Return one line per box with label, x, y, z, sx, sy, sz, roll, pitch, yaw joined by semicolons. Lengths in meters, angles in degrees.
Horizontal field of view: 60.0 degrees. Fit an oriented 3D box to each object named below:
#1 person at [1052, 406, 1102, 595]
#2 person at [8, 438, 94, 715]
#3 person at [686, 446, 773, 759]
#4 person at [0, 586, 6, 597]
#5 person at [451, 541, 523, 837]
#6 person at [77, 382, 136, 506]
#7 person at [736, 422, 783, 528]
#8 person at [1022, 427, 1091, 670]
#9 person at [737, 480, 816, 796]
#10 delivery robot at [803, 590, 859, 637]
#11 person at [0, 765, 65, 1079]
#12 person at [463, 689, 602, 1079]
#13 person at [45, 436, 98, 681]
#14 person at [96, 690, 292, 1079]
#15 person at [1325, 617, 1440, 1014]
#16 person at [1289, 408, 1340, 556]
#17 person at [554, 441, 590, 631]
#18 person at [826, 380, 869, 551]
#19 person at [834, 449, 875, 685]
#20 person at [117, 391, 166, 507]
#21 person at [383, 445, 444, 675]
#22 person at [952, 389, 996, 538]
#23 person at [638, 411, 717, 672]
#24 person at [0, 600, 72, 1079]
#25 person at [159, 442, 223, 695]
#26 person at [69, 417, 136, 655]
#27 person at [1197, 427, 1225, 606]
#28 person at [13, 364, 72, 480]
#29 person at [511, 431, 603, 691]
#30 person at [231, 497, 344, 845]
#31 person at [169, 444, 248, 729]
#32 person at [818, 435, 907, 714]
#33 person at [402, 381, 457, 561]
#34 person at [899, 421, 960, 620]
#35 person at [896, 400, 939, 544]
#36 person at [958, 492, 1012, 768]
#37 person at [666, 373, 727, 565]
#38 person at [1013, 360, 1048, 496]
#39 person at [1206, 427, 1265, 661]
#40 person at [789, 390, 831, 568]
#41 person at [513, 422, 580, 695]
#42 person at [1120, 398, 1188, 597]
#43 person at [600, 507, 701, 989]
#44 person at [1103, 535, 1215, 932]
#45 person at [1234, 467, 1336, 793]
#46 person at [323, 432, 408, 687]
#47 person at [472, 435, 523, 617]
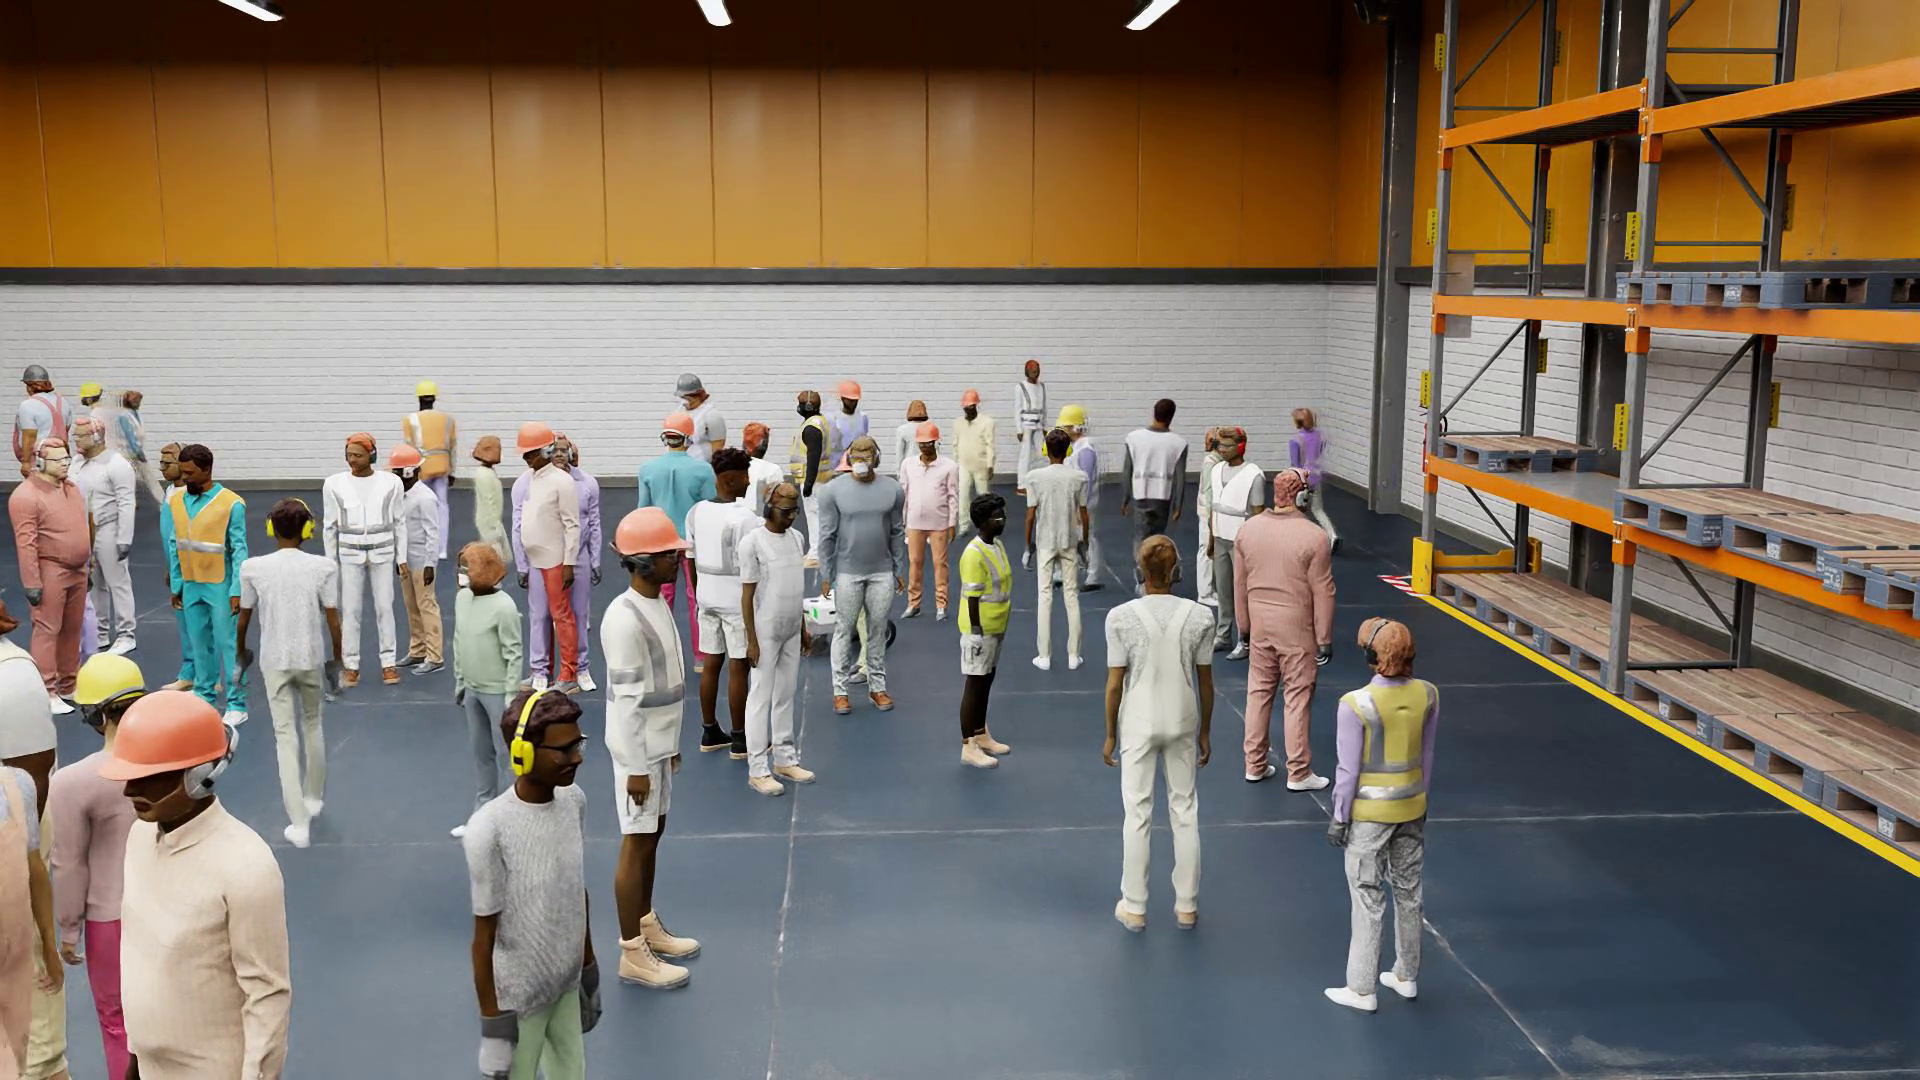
person;1.037;-0.362;15.655;0.718;1.800;0.618;-3;9;-15
person;-6.257;0.241;11.569;0.403;1.906;0.651;1;9;5
person;-1.452;0.389;10.456;0.613;1.960;0.361;8;12;40
person;-9.210;-0.361;15.572;0.403;1.834;0.589;-3;10;-20
person;-2.516;0.810;8.846;0.500;1.632;0.286;7;12;38
person;-10.338;-1.047;20.157;0.583;1.749;0.538;-1;9;-8
person;-1.609;0.013;13.058;0.575;1.886;0.356;5;10;28
person;0.741;0.067;12.779;0.534;1.868;0.309;-1;9;-4
person;-1.071;0.560;9.772;0.346;1.840;0.505;7;11;35
delivery robot;-0.948;0.570;13.426;0.707;0.478;0.477;-6;10;-32
person;-3.099;1.322;5.153;0.841;1.802;0.539;4;10;24
person;-1.223;1.339;4.836;0.316;1.859;0.524;4;10;25
person;-6.700;0.137;12.463;0.354;1.834;0.519;3;10;18
person;-1.967;1.355;4.298;0.612;1.993;0.384;6;11;33
person;1.738;1.127;6.836;0.511;1.641;0.308;-5;10;-28
person;3.776;-0.627;17.945;0.514;1.607;0.749;-5;11;-31
person;-3.321;-0.029;14.080;0.306;1.645;0.522;-7;12;-38
person;-1.152;-0.758;17.834;0.573;1.899;0.853;-6;11;-34
person;-0.763;0.193;12.339;0.335;1.753;0.564;0;9;-2
person;-10.274;-1.066;20.785;0.861;1.588;0.497;0;9;0
person;-4.164;0.145;12.654;0.336;1.747;0.572;-8;12;-42
person;0.186;-0.903;19.331;0.578;1.727;0.667;4;10;23
person;-2.134;0.018;12.687;0.616;1.993;0.395;1;9;6
person;-3.566;1.057;6.022;0.687;2.000;0.535;9;13;44
person;-5.526;0.219;11.893;0.505;1.847;0.346;7;11;36
person;-6.868;-0.026;13.249;0.636;1.907;0.404;4;10;24
person;2.333;-0.222;15.305;0.314;1.642;0.514;3;10;18
person;-10.272;-0.941;18.565;0.537;2.000;0.682;1;9;9
person;-2.898;0.165;12.028;0.641;1.913;0.407;-4;10;-24
person;-3.653;0.686;9.036;0.541;1.830;0.842;-5;10;-28
person;-5.027;0.304;11.150;0.592;1.913;0.392;3;9;17
person;-0.672;0.233;11.520;0.635;1.935;0.349;-3;10;-20
person;-5.662;-0.740;17.715;0.619;1.900;0.694;-7;12;-39
person;-0.286;-0.169;14.615;0.562;1.752;0.324;2;9;14
person;-0.478;-0.766;18.772;0.499;1.627;0.279;-1;9;-9
person;0.159;0.546;10.306;0.317;1.695;0.540;3;9;17
person;-2.775;-0.719;17.175;0.673;2.000;0.536;6;11;35
person;0.973;-1.539;22.852;0.591;1.876;0.352;-8;12;-43
person;2.177;0.022;13.138;0.374;1.841;0.574;-6;11;-31
person;-1.552;-0.630;17.240;0.429;1.844;0.624;0;9;-1
person;-2.986;0.140;11.948;0.626;1.983;0.397;8;12;40
person;1.803;-0.376;15.520;0.632;1.880;0.659;1;9;7
person;-1.324;0.875;7.143;0.371;2.048;0.605;0;9;2
person;0.910;0.895;7.677;0.506;1.836;0.349;0;9;-3
person;1.930;0.521;9.806;0.652;1.906;0.402;9;12;43
person;-4.372;0.142;12.257;0.582;1.882;0.338;-3;10;-19
person;-4.085;-0.113;14.661;0.365;1.630;0.522;-1;9;-9
